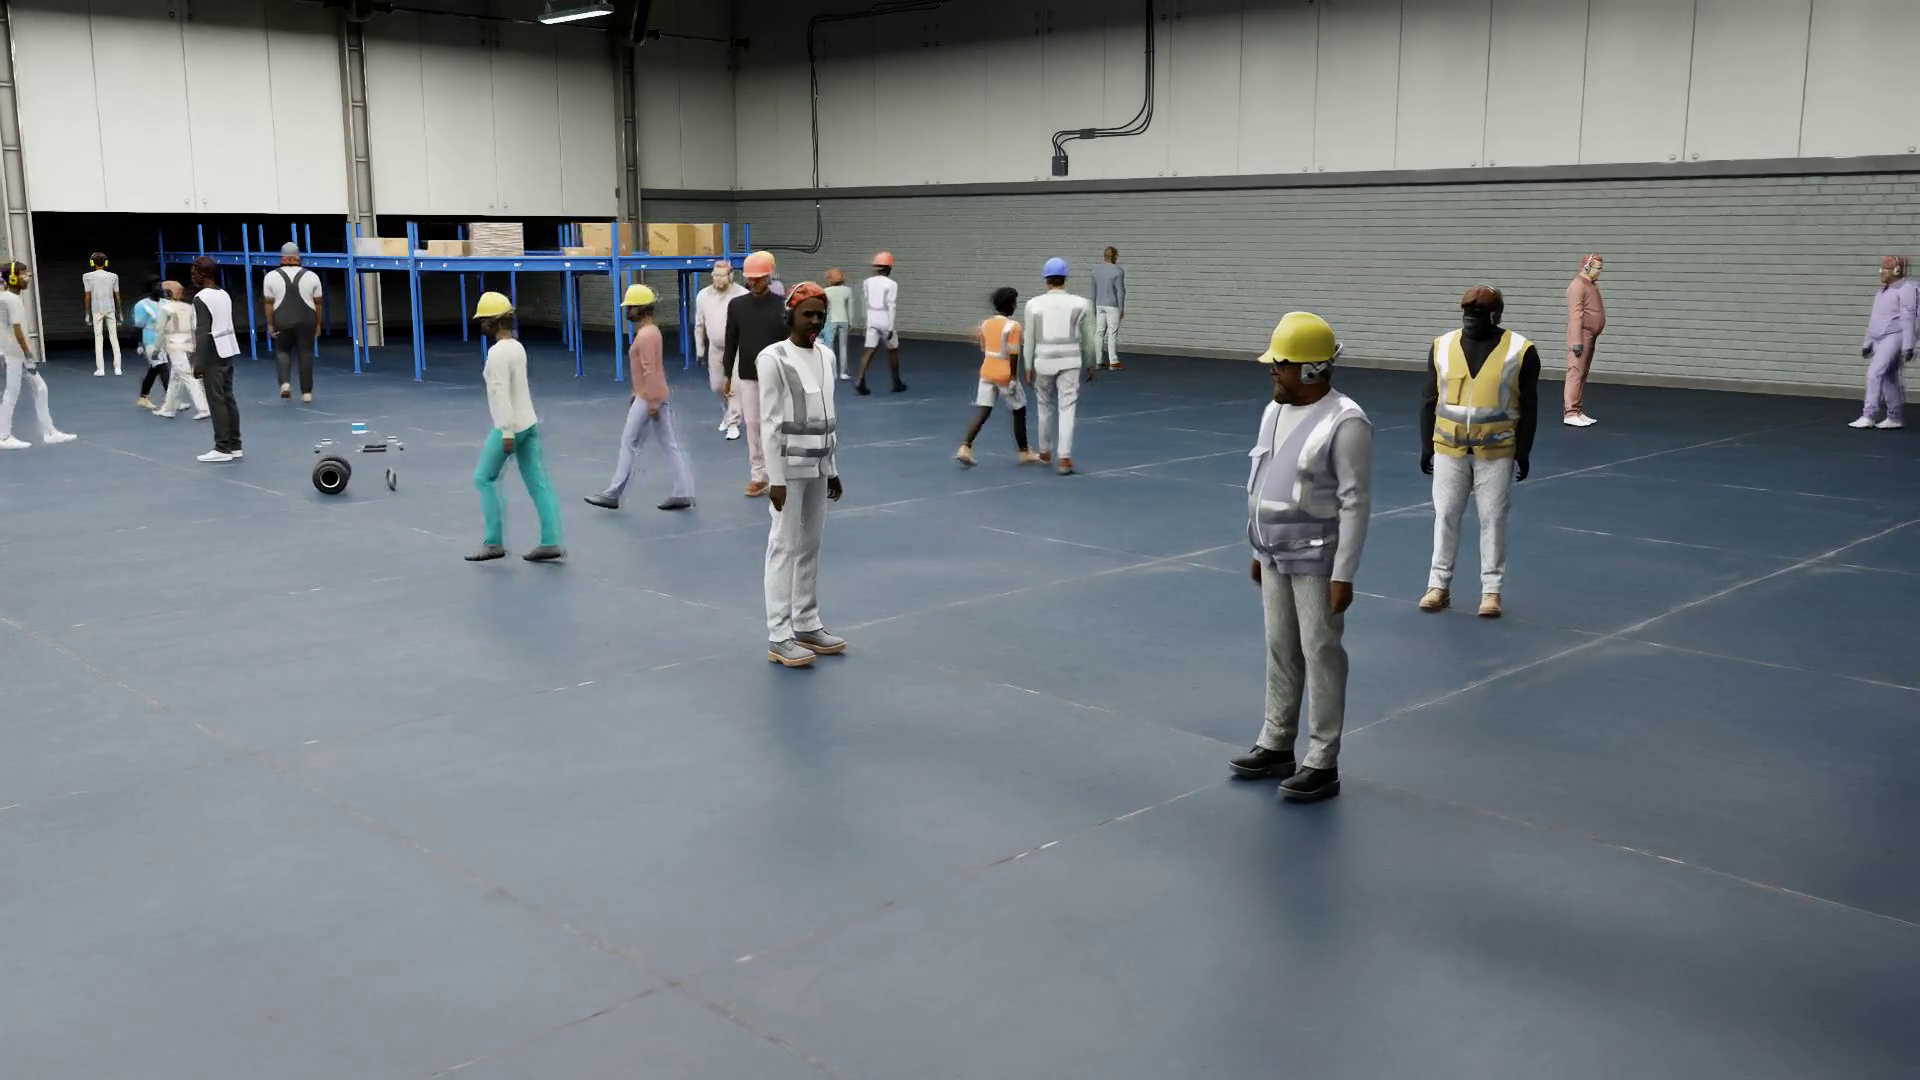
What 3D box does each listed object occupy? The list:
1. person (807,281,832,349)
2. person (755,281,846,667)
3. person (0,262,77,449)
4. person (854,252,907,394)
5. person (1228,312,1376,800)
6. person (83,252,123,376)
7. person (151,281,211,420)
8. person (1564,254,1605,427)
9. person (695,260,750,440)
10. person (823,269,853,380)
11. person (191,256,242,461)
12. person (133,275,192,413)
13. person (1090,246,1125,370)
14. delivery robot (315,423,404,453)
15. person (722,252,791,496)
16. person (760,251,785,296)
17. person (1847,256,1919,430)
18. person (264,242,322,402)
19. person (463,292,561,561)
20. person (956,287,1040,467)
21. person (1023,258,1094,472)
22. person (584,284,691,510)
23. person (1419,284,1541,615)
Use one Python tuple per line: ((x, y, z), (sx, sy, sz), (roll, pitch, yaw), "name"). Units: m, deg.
((-1.611, -1.979, 17.958), (0.528, 1.618, 0.505), (2, 11, 11), "person")
((-0.785, -0.338, 8.298), (0.360, 1.884, 0.574), (6, 12, 30), "person")
((-9.261, -1.838, 16.580), (0.828, 1.837, 0.571), (-6, 12, -28), "person")
((-1.083, -2.914, 22.341), (0.548, 1.896, 0.983), (6, 12, 29), "person")
((1.289, 0.057, 6.298), (0.404, 1.828, 0.591), (-5, 11, -23), "person")
((-12.994, -3.428, 25.219), (0.519, 1.865, 0.317), (-8, 13, -37), "person")
((-8.979, -2.172, 19.091), (0.856, 1.595, 0.519), (2, 11, 10), "person")
((6.977, -2.231, 18.575), (0.410, 1.904, 0.639), (6, 12, 31), "person")
((-2.437, -2.024, 17.568), (0.660, 1.871, 0.743), (2, 11, 11), "person")
((-1.819, -3.156, 24.387), (0.579, 1.623, 0.348), (-6, 12, -29), "person")
((-7.037, -1.716, 15.748), (0.385, 1.913, 0.598), (-1, 10, -3), "person")
((-9.645, -2.363, 20.000), (0.910, 1.639, 0.532), (3, 11, 18), "person")
((2.343, -3.664, 26.292), (0.629, 1.937, 0.379), (9, 14, 42), "person")
((-5.031, -0.860, 13.925), (0.698, 0.223, 0.335), (-3, 11, -16), "delivery robot")
((-1.624, -1.341, 13.526), (0.637, 1.978, 0.457), (4, 11, 19), "person")
((-2.241, -2.370, 19.265), (0.378, 1.923, 0.596), (3, 11, 18), "person")
((9.967, -2.132, 18.070), (0.777, 1.880, 0.681), (1, 10, 5), "person")
((-8.507, -2.778, 21.292), (0.688, 2.000, 0.538), (-4, 11, -21), "person")
((-2.949, -0.716, 10.731), (0.735, 1.737, 0.554), (1, 10, 6), "person")
((0.346, -1.499, 15.266), (0.869, 1.655, 0.542), (-9, 14, -41), "person")
((0.894, -1.578, 15.054), (0.636, 1.906, 0.872), (1, 10, 5), "person")
((-2.498, -1.087, 12.813), (0.864, 1.731, 0.533), (0, 10, 2), "person")
((2.882, -0.501, 9.308), (0.629, 1.840, 0.429), (6, 12, 29), "person")
